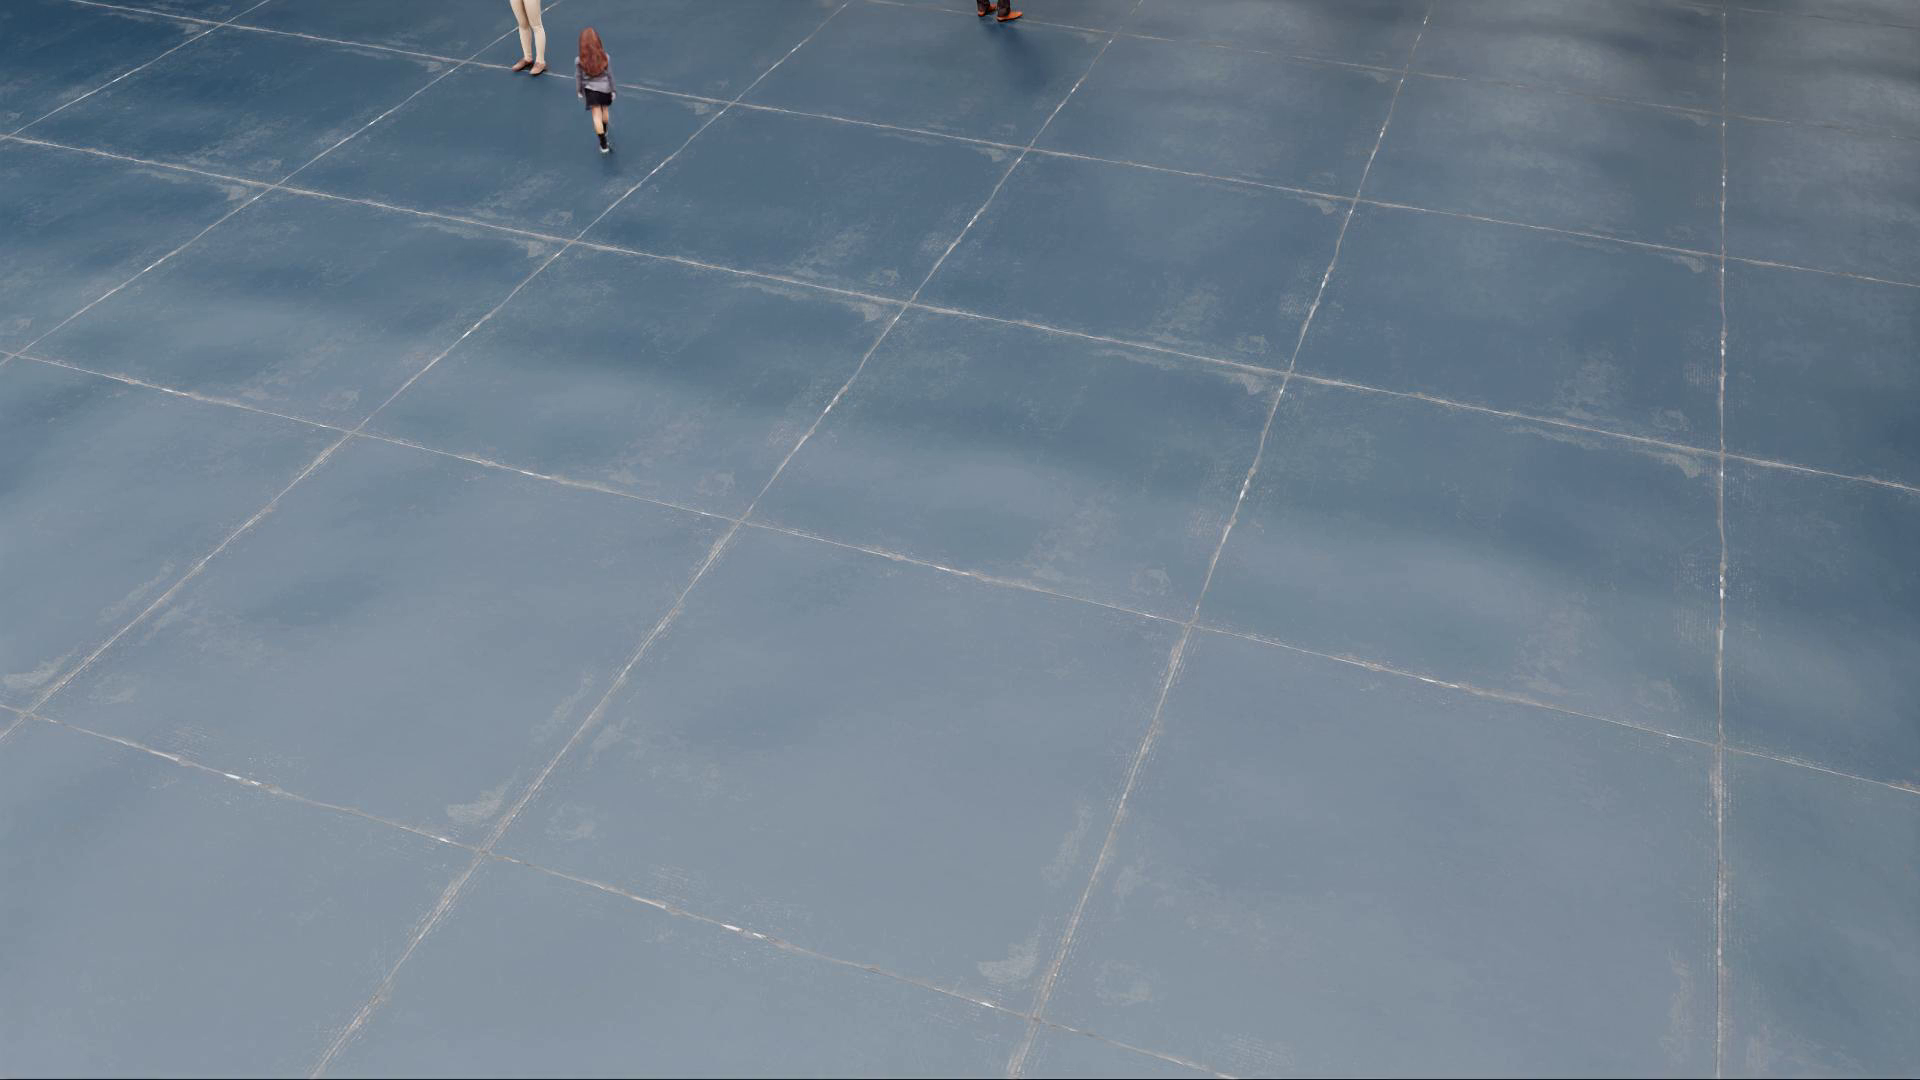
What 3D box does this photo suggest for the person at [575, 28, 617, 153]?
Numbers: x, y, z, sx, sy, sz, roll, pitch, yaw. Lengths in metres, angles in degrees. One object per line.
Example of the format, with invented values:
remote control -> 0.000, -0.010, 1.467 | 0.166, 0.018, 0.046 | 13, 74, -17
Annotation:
person -> -3.261, -4.024, 14.926 | 0.746, 1.080, 0.844 | -11, 39, -14

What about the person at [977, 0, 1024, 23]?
person -> 0.376, -6.351, 17.310 | 0.764, 1.807, 0.741 | 30, 47, 33

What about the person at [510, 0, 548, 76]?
person -> -4.258, -5.418, 16.243 | 0.618, 1.652, 0.568 | 13, 40, 16
